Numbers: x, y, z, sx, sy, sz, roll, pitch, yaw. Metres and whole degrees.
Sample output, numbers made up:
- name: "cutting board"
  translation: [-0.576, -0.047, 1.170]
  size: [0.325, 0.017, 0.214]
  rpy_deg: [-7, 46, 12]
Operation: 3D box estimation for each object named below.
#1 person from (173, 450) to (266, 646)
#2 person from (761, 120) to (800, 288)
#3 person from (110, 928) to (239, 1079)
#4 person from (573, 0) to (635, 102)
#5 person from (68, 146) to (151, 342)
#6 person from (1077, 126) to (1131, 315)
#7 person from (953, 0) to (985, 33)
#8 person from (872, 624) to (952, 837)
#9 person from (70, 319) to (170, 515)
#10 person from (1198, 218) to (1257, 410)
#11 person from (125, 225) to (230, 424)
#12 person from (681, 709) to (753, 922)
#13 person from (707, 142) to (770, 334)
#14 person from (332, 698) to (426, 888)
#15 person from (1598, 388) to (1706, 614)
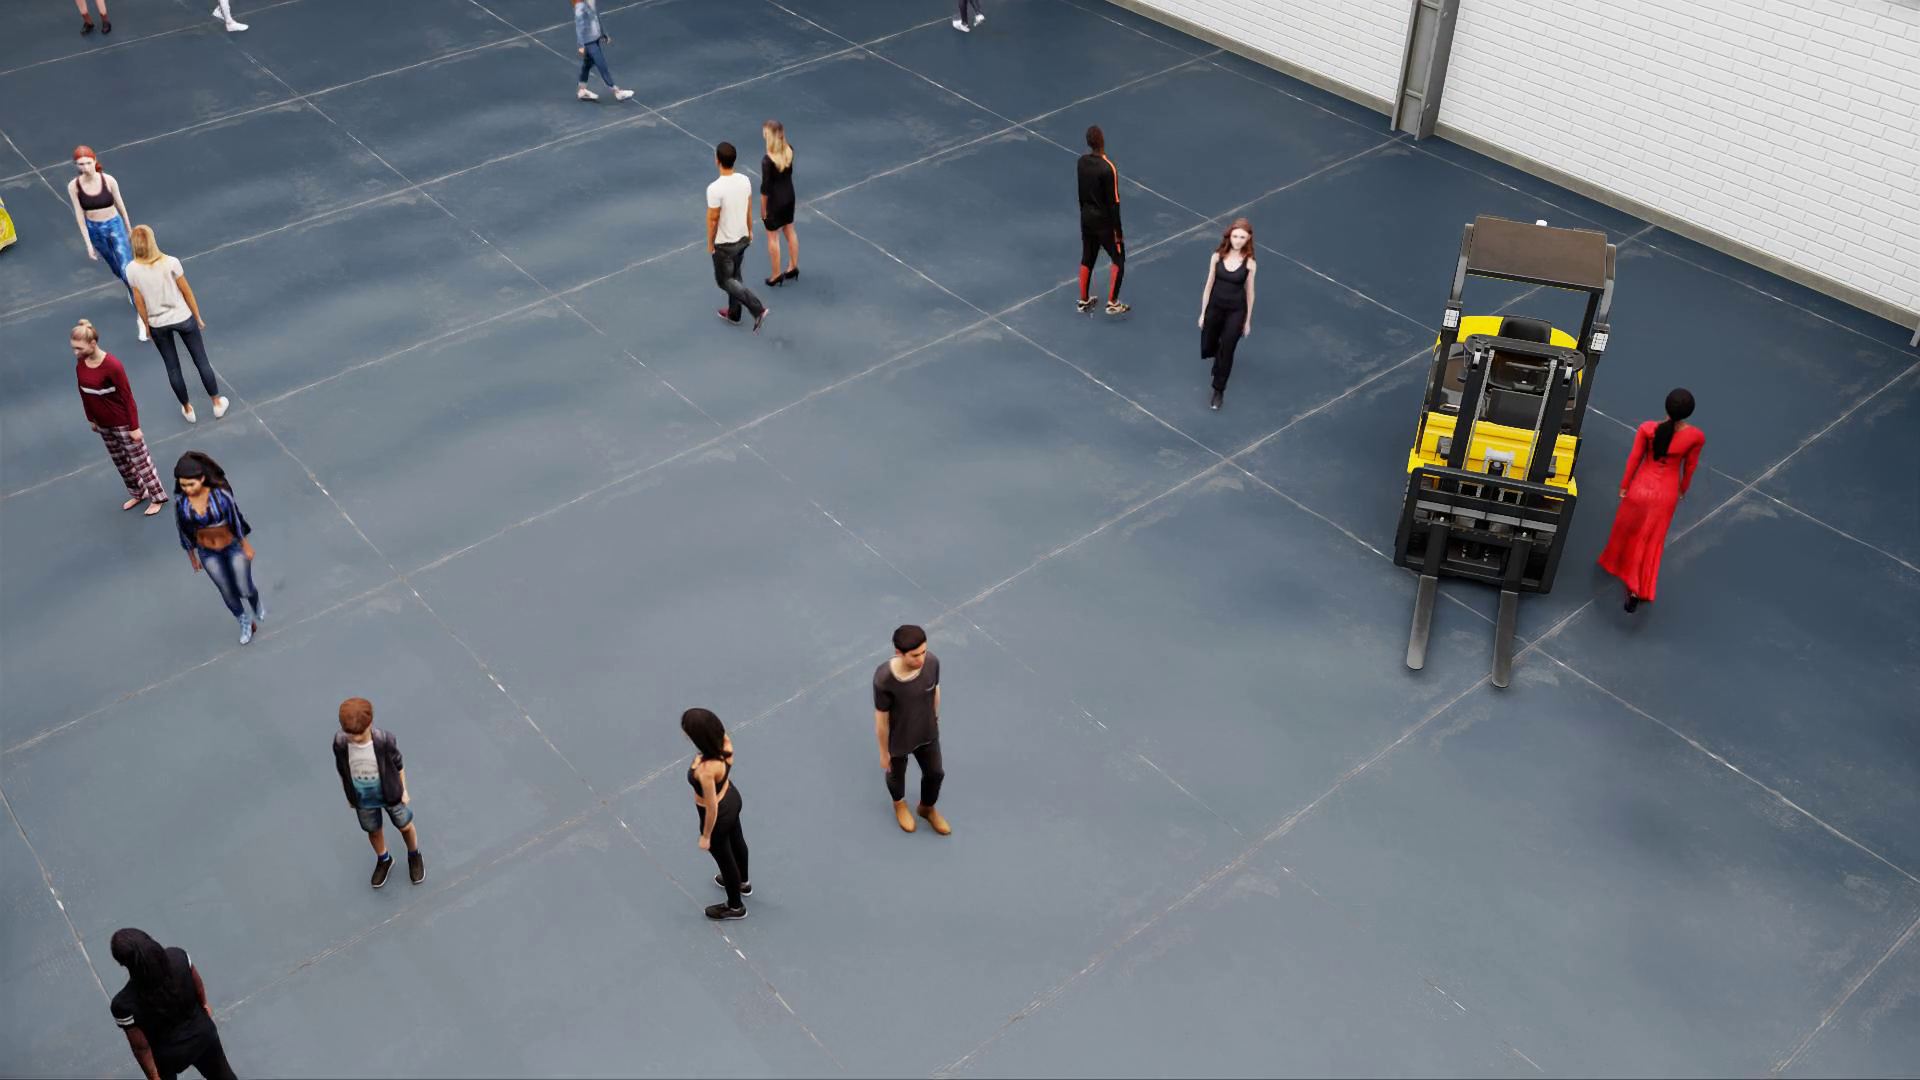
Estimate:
- name: "person"
  translation: [-5.182, 0.032, 11.716]
  size: [0.758, 1.611, 0.796]
  rpy_deg: [-6, 39, -7]
- name: "person"
  translation: [-1.678, -3.172, 15.677]
  size: [0.548, 1.674, 0.600]
  rpy_deg: [25, 45, 28]
- name: "person"
  translation: [-3.885, 2.602, 8.435]
  size: [1.219, 1.690, 0.910]
  rpy_deg: [19, 42, 22]
- name: "person"
  translation: [-4.302, -5.719, 19.047]
  size: [1.025, 1.450, 0.935]
  rpy_deg: [6, 39, 8]
- name: "person"
  translation: [-7.733, -2.755, 15.112]
  size: [0.836, 1.738, 1.291]
  rpy_deg: [-14, 41, -17]
- name: "person"
  translation: [1.261, -2.907, 15.256]
  size: [0.894, 1.786, 0.581]
  rpy_deg: [-24, 44, -27]
- name: "person"
  translation: [0.123, -7.160, 20.569]
  size: [0.675, 1.801, 0.722]
  rpy_deg: [-30, 47, -32]
- name: "person"
  translation: [-0.358, 1.118, 10.285]
  size: [0.698, 1.701, 0.718]
  rpy_deg: [-17, 42, -20]
- name: "person"
  translation: [-6.539, -0.951, 12.867]
  size: [0.616, 1.710, 0.743]
  rpy_deg: [13, 40, 15]
- name: "person"
  translation: [2.284, -1.975, 14.128]
  size: [0.882, 1.736, 0.886]
  rpy_deg: [13, 40, 16]
- name: "person"
  translation: [-6.558, -1.796, 13.847]
  size: [0.665, 1.808, 0.605]
  rpy_deg: [-14, 41, -17]
- name: "person"
  translation: [-1.397, 1.596, 9.736]
  size: [0.680, 1.638, 0.640]
  rpy_deg: [7, 39, 9]
- name: "person"
  translation: [-2.003, -2.677, 14.982]
  size: [1.014, 1.779, 0.796]
  rpy_deg: [24, 45, 27]
- name: "person"
  translation: [-3.504, 1.503, 10.002]
  size: [0.624, 1.451, 0.660]
  rpy_deg: [-5, 39, -6]
- name: "person"
  translation: [4.978, -0.259, 11.975]
  size: [1.107, 1.752, 1.042]
  rpy_deg: [12, 40, 14]
